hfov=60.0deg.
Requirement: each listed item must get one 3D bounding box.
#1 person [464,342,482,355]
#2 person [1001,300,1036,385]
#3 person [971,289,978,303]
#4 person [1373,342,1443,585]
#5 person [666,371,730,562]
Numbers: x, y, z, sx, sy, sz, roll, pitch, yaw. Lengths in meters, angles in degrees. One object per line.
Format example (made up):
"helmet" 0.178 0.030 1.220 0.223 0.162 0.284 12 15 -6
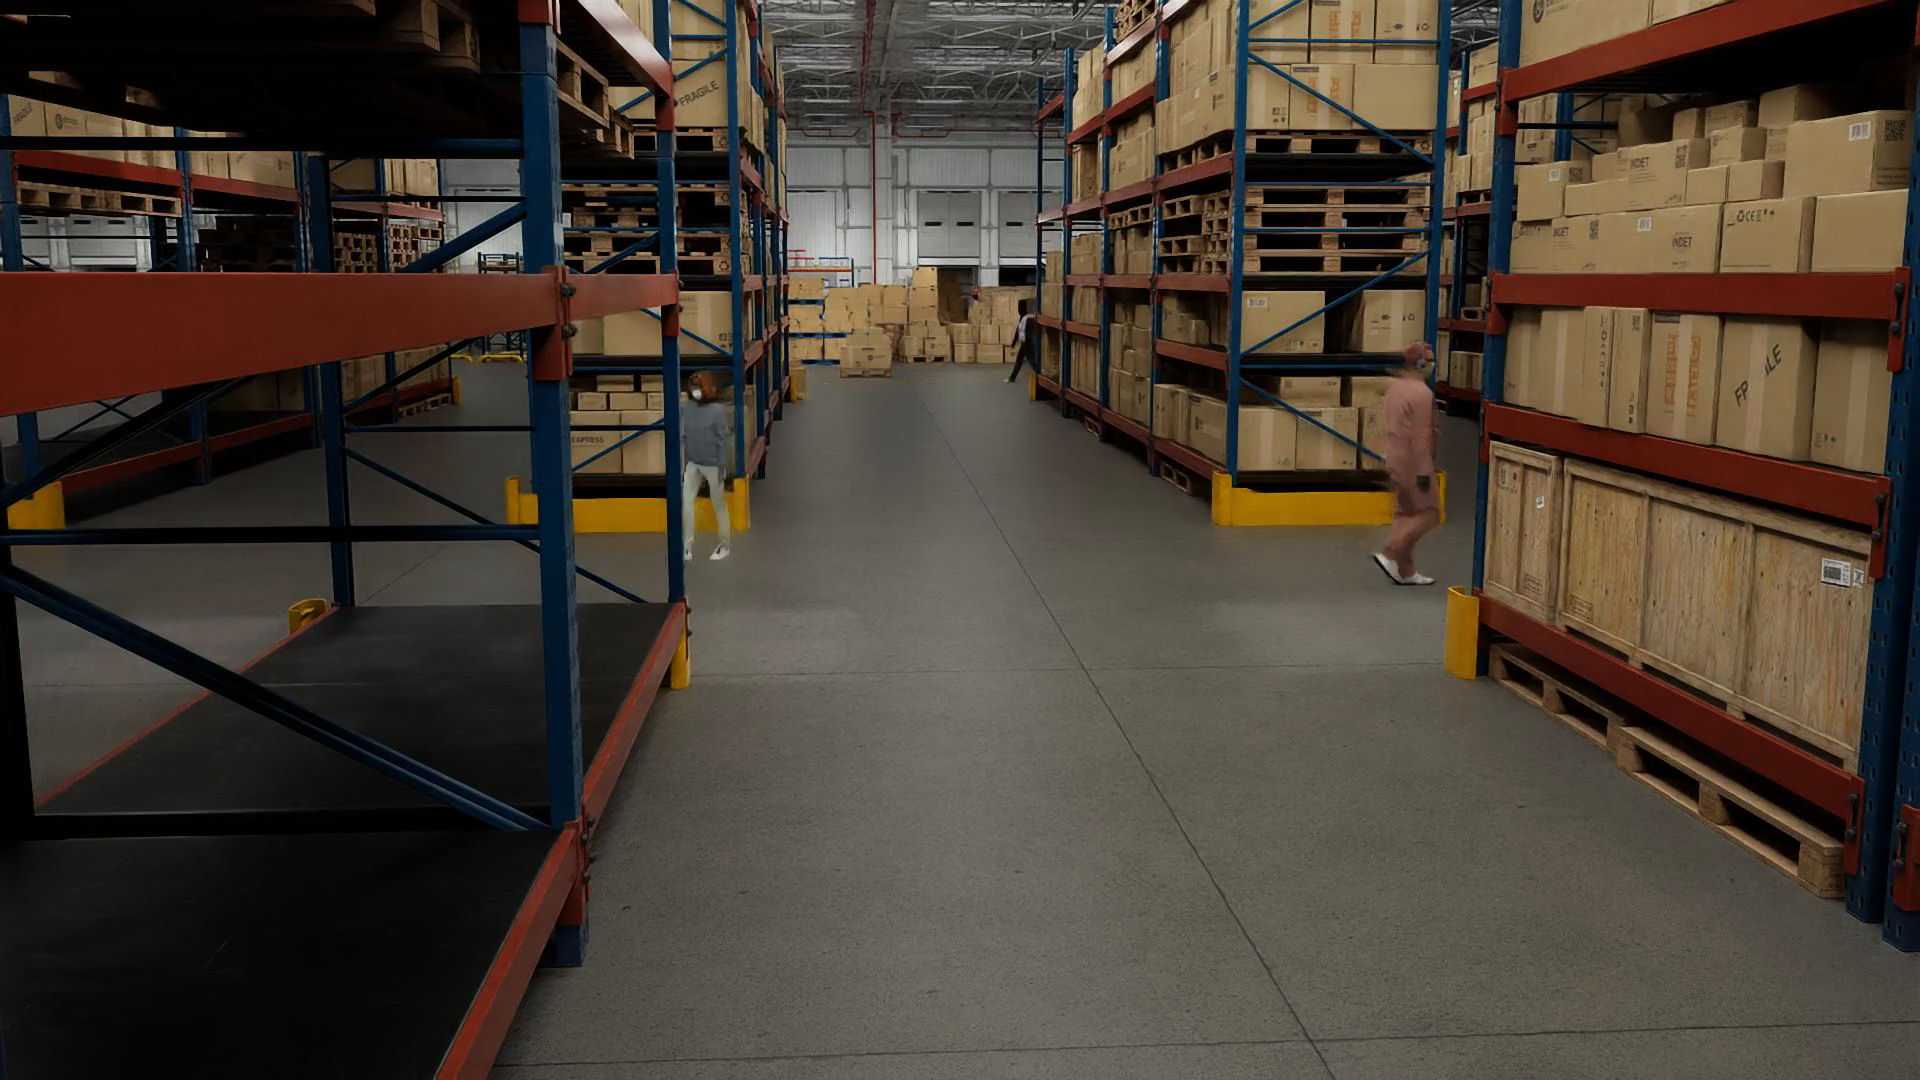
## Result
"person" -14.724 -6.442 49.915 0.530 1.819 0.544 -6 11 -33
"person" 1.417 -4.339 36.570 1.023 1.864 0.609 -2 9 -12
"person" 0.541 -7.445 55.833 0.373 1.934 0.551 -4 10 -22
"person" 3.467 -0.566 12.764 0.451 1.893 0.671 -1 9 -6
"person" -2.169 -0.598 13.838 0.519 1.600 0.749 5 10 30
